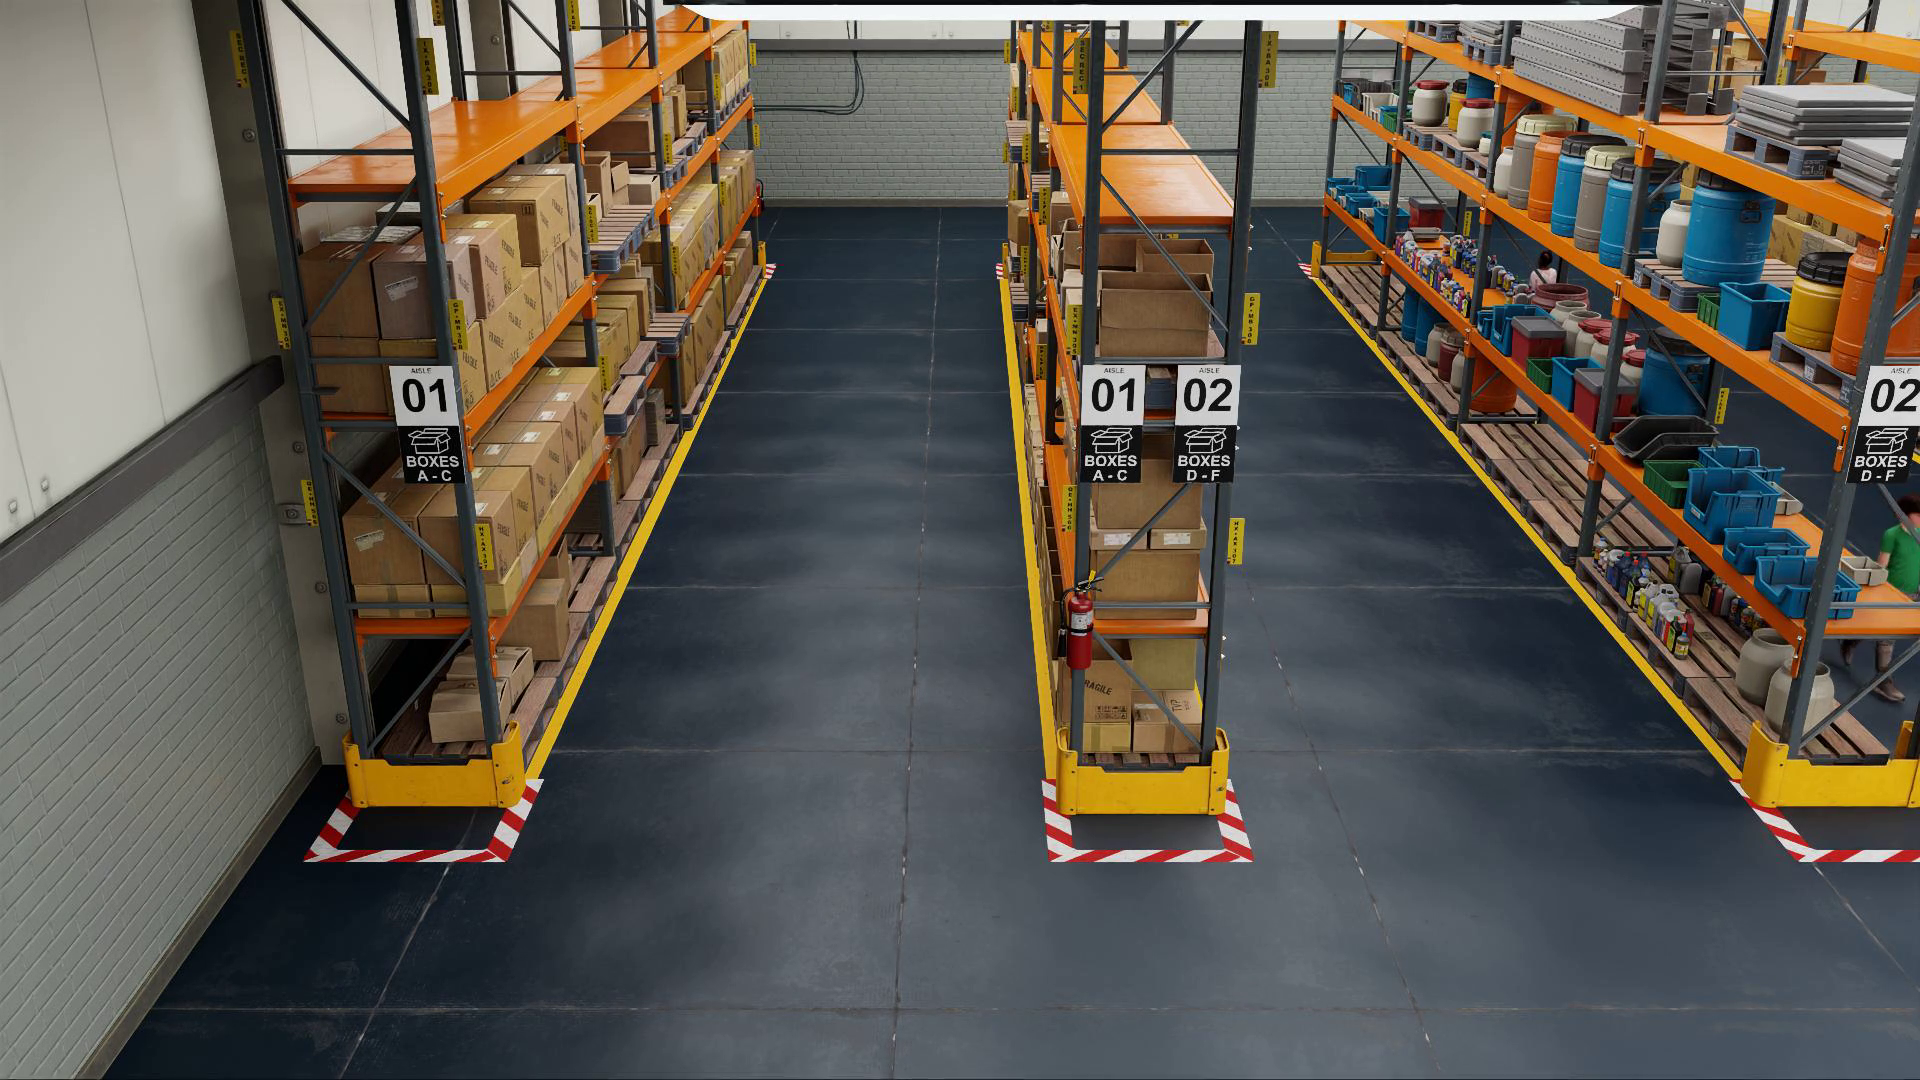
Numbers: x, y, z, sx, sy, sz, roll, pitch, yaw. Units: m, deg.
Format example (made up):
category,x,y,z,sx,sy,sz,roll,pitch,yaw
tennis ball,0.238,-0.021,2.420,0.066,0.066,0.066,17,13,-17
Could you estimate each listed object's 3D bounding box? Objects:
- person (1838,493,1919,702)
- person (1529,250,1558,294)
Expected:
category,x,y,z,sx,sy,sz,roll,pitch,yaw
person,7.289,0.389,13.090,0.764,1.629,1.087,-6,23,-14
person,7.659,-3.124,21.927,0.586,1.441,0.558,-4,23,-10
